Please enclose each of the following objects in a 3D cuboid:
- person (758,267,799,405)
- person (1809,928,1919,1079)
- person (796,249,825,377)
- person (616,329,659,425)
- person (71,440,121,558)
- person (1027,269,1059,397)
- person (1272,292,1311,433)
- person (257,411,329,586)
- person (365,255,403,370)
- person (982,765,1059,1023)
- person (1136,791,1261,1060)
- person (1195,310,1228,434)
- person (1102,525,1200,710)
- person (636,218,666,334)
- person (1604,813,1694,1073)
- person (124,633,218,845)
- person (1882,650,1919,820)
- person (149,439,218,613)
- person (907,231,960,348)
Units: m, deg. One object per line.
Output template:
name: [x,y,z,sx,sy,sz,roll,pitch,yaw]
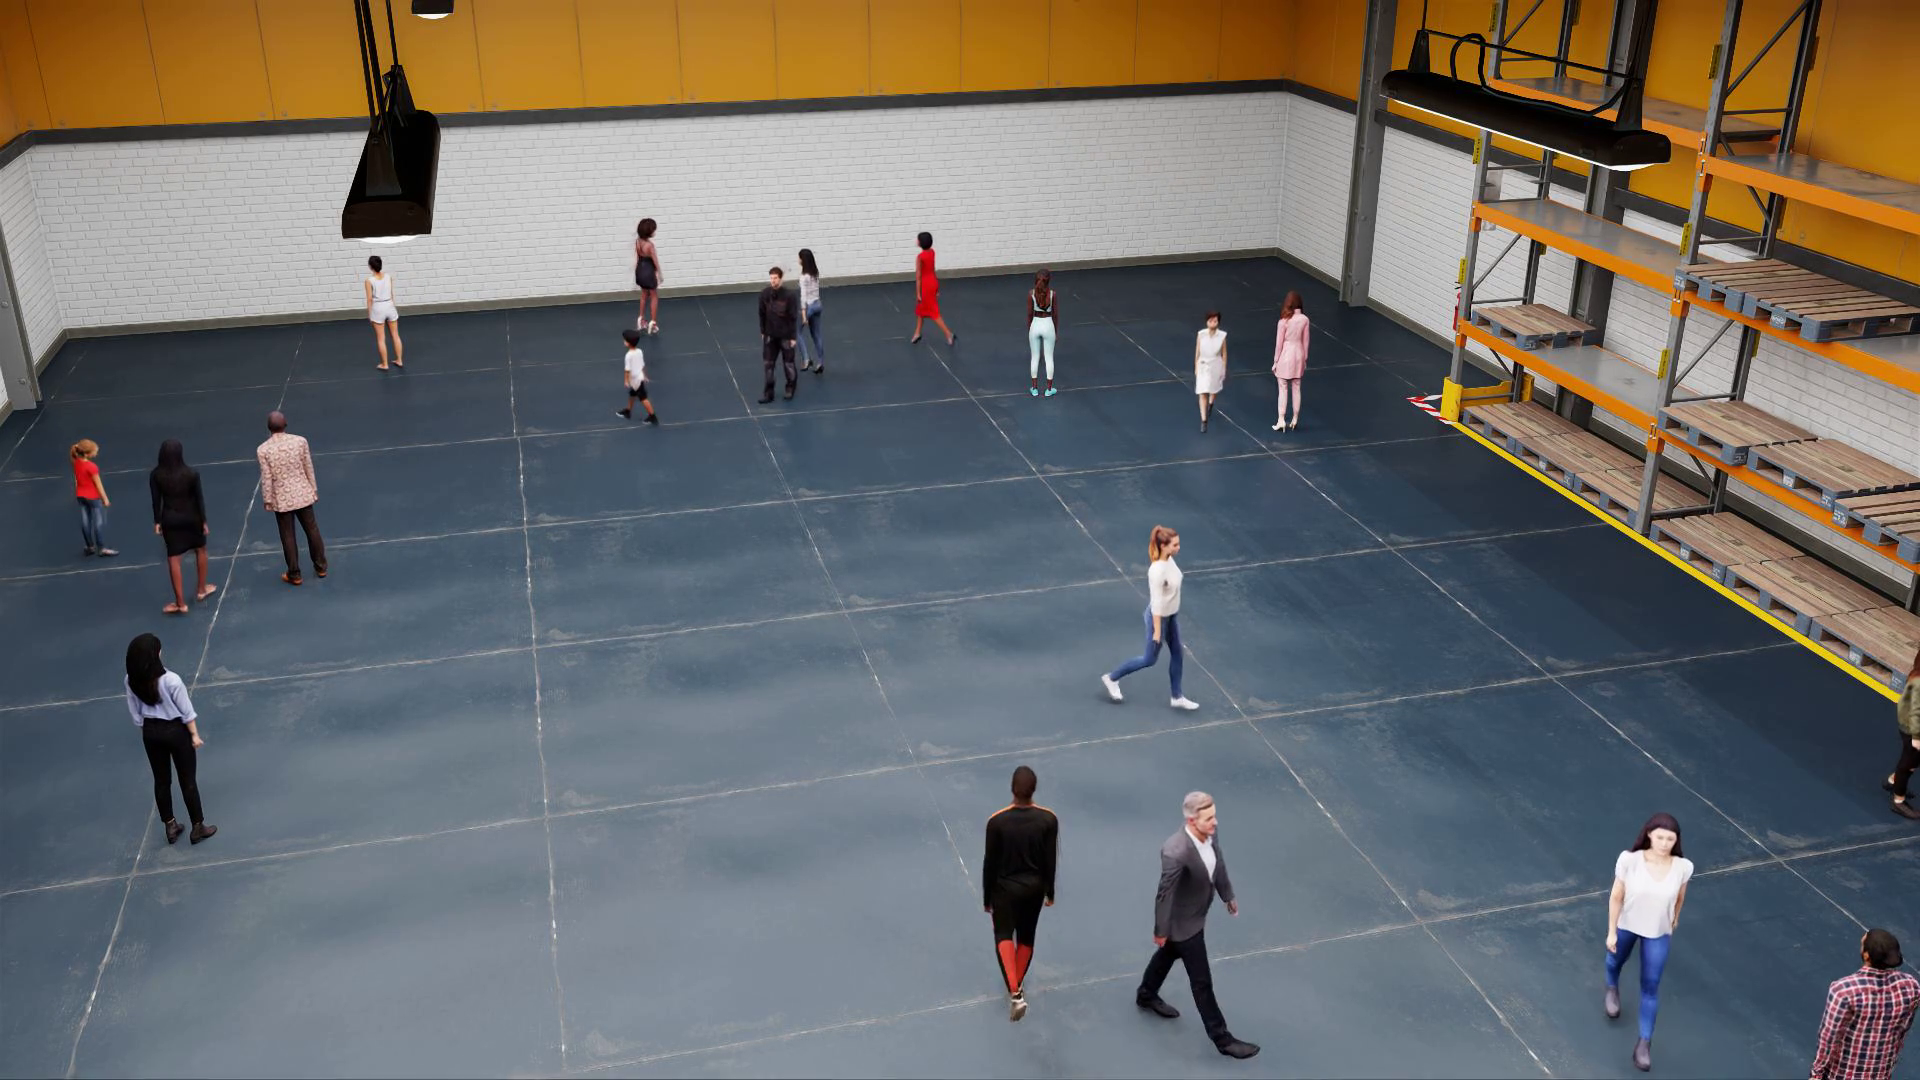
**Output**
person: [-2.343,-2.730,22.017,0.990,1.814,1.086,6,24,13]
person: [4.975,2.923,9.174,0.825,1.741,1.042,-1,24,-3]
person: [-1.994,-3.115,22.944,0.818,1.776,0.760,17,29,33]
person: [-4.079,-2.050,21.197,0.874,1.224,0.884,9,25,21]
person: [-9.173,-0.447,17.448,0.638,1.289,0.669,4,24,10]
person: [1.097,-2.780,22.242,0.645,1.724,0.656,4,24,9]
person: [4.156,-2.235,20.899,0.605,1.801,0.508,-6,24,-13]
person: [-6.740,-0.435,16.772,0.770,1.808,0.746,-18,30,-36]
person: [-8.104,-3.216,23.380,0.640,1.611,0.658,-21,31,-40]
person: [0.392,2.280,10.587,0.704,1.788,0.973,-3,24,-7]
person: [1.354,2.331,10.462,1.270,1.795,1.206,13,27,27]
person: [3.181,-2.178,21.133,0.802,1.510,1.112,3,24,6]
person: [1.649,0.684,14.355,1.093,1.693,1.105,10,25,21]
person: [-4.670,-3.887,24.731,0.728,1.759,0.815,11,26,24]
person: [4.265,2.411,10.470,0.967,1.642,1.178,6,24,14]
person: [-5.942,1.486,12.459,0.715,1.744,0.686,3,24,6]
person: [7.394,1.433,12.917,0.696,1.474,0.726,-18,30,-36]
person: [-7.616,-0.138,16.236,0.685,1.694,0.779,-9,25,-20]
person: [-0.381,-3.575,24.092,1.096,1.699,1.090,11,26,24]
